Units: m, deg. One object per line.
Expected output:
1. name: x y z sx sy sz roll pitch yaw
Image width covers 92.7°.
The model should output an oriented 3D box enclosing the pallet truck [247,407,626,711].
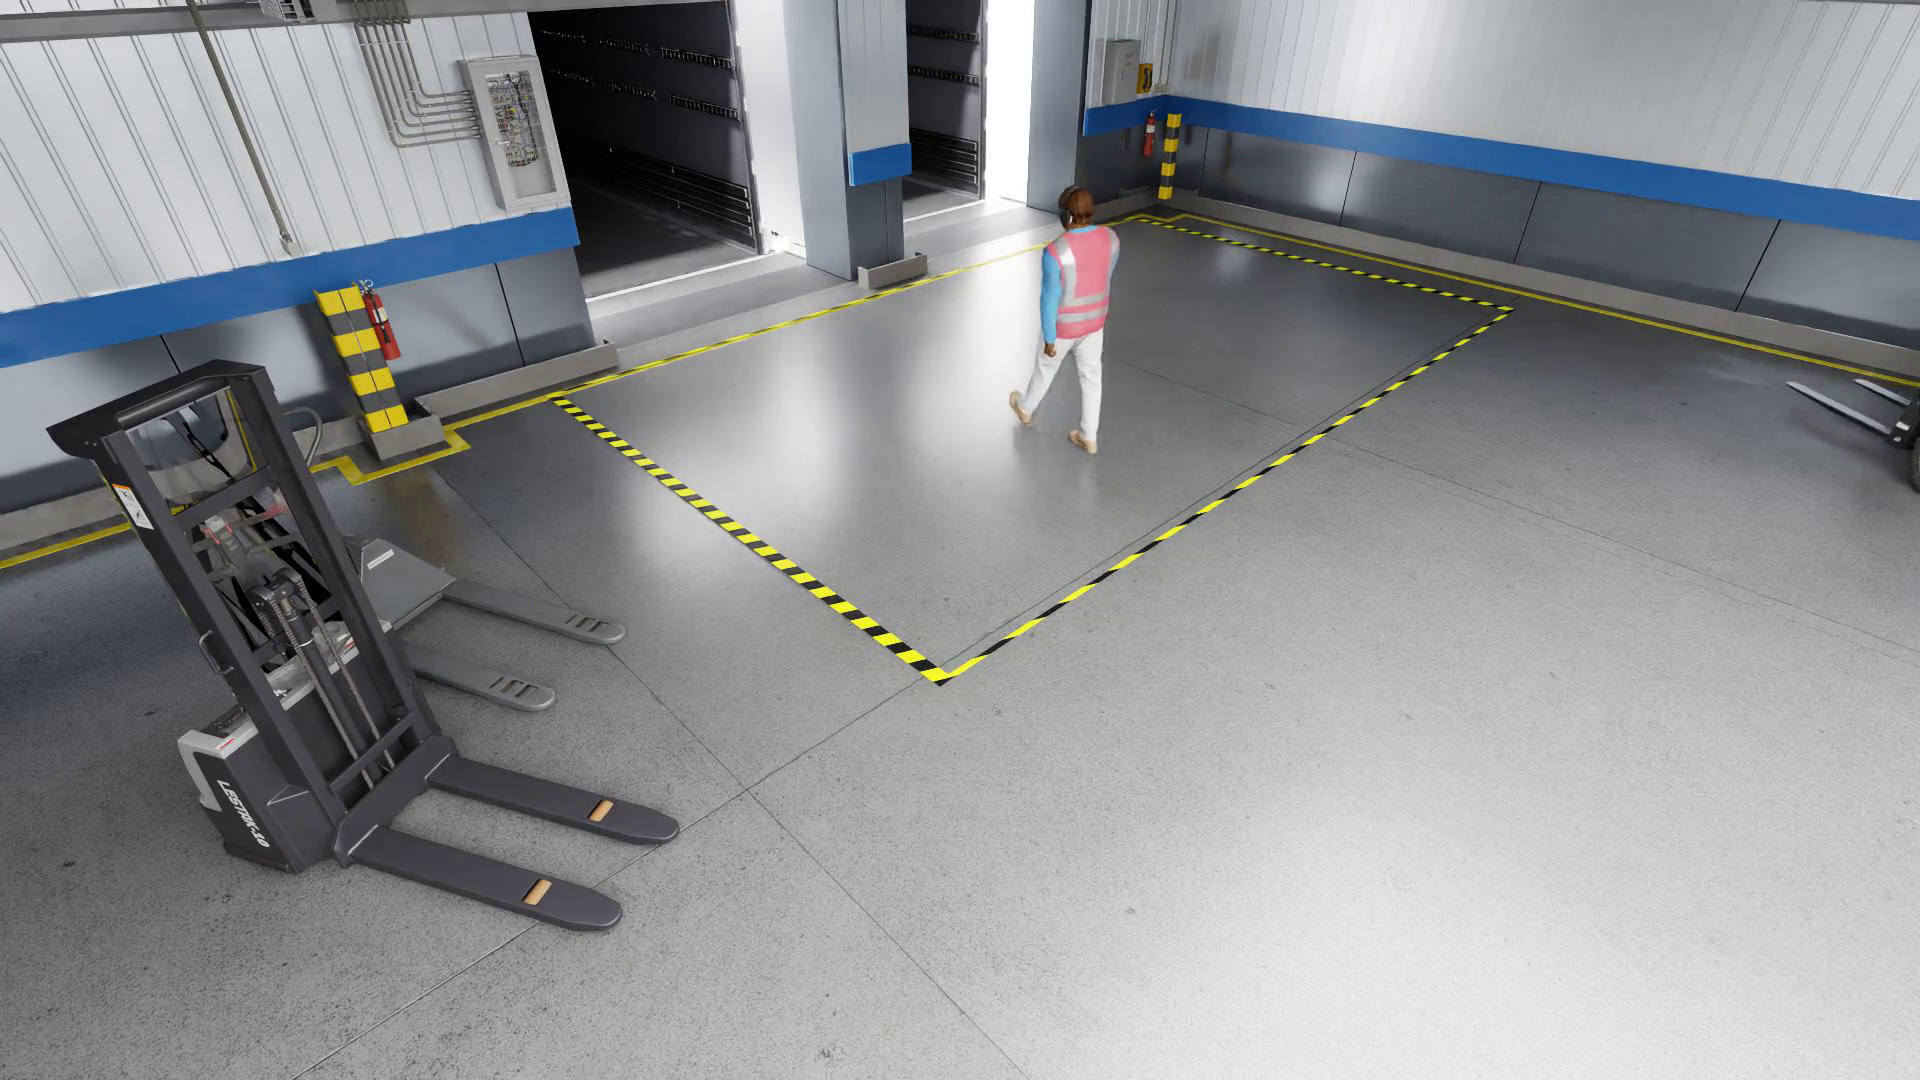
1. pallet truck: -2.628 0.038 4.590 1.601 1.201 0.680 12 36 18

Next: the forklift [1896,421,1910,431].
1. forklift: 7.153 -0.779 4.804 1.157 2.036 2.680 -3 34 -5

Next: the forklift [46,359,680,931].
1. forklift: -2.135 0.422 3.354 1.885 1.965 0.823 10 35 14

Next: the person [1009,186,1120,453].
1. person: 0.729 -1.571 6.453 0.633 1.809 0.876 -15 37 -21
